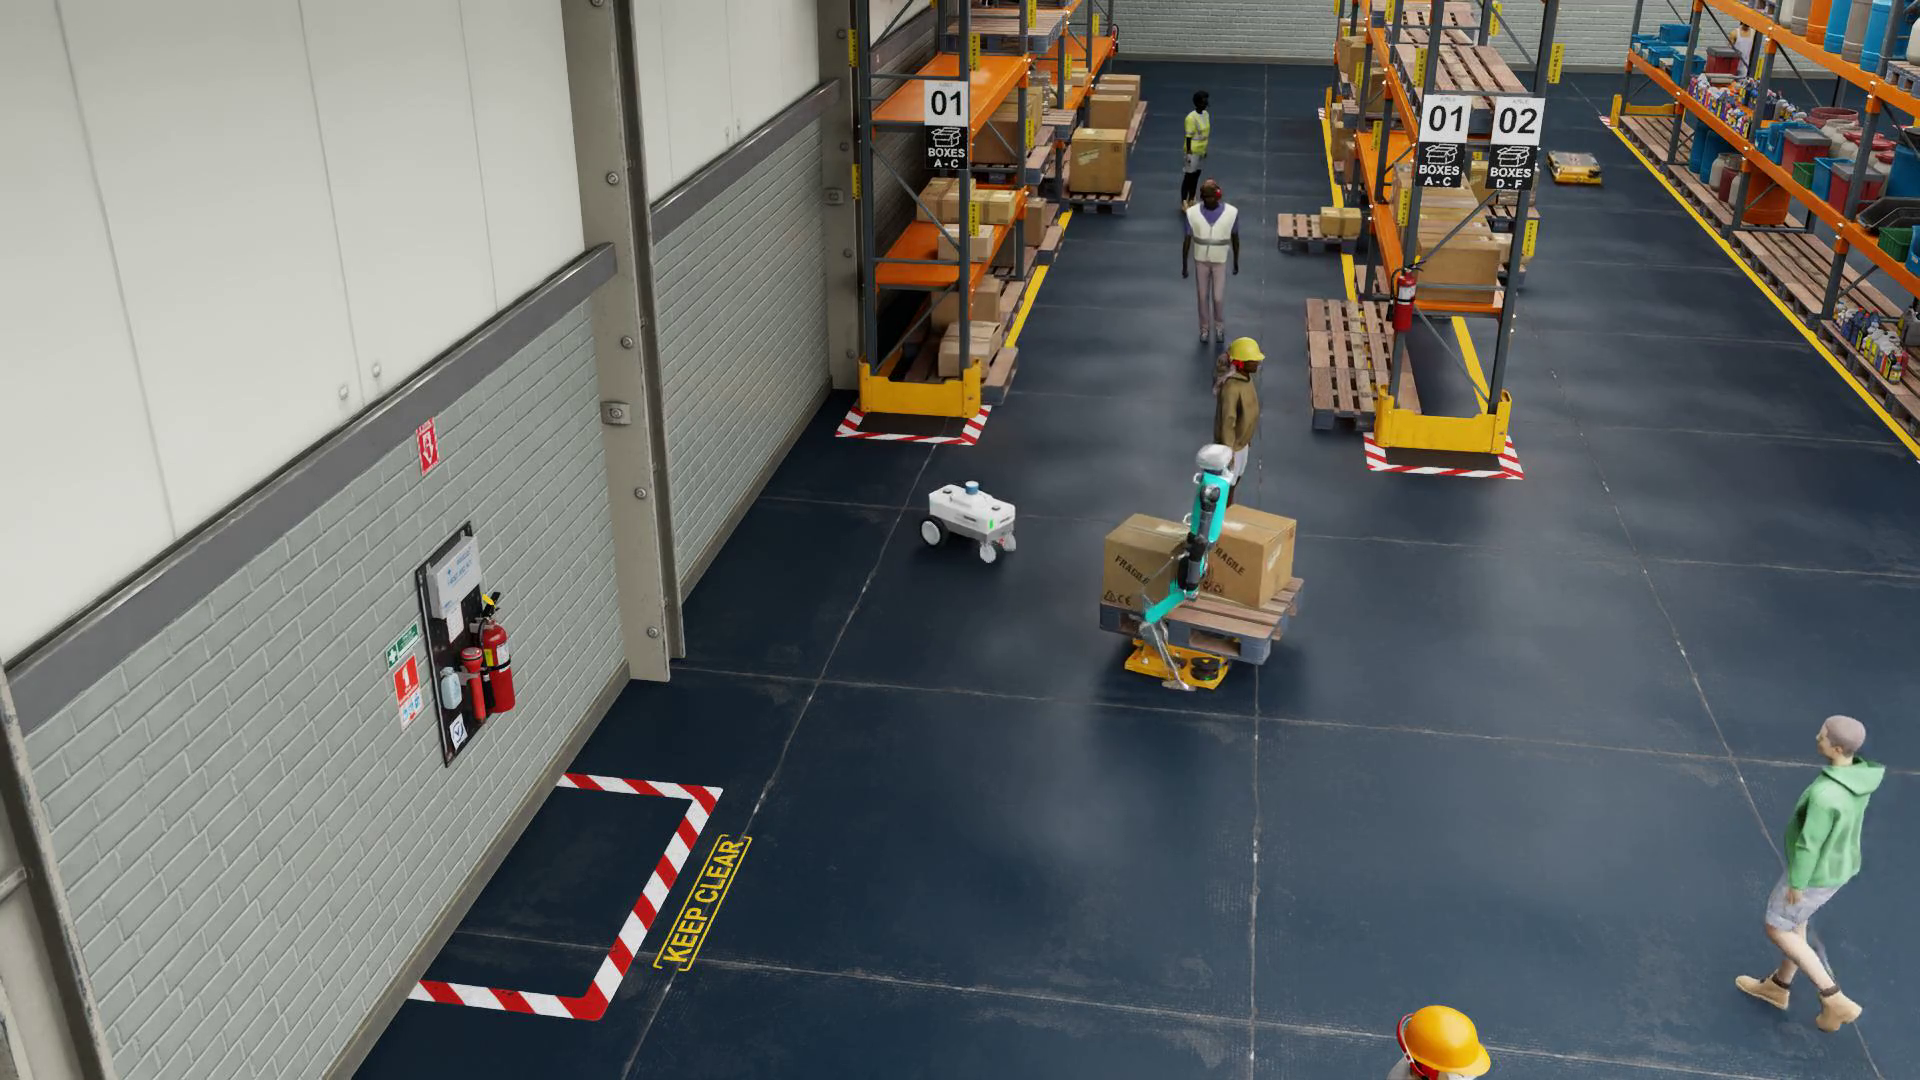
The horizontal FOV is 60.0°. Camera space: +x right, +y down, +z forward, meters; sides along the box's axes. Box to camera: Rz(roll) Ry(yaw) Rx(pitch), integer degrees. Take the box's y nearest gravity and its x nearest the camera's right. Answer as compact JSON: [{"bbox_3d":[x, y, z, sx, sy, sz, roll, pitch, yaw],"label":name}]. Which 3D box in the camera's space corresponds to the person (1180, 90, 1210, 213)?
[{"bbox_3d":[3.312,-5.445,23.323,0.320,1.695,0.536,17,30,32],"label":"person"}]

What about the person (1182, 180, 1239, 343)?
[{"bbox_3d":[2.702,-3.000,17.950,0.589,1.808,0.525,7,26,14],"label":"person"}]

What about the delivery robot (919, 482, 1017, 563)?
[{"bbox_3d":[0.092,-0.191,13.395,0.739,0.566,0.499,20,32,36],"label":"delivery robot"}]

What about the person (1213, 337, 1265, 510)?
[{"bbox_3d":[2.174,-0.776,13.250,0.401,1.764,0.544,12,27,23],"label":"person"}]

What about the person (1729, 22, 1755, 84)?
[{"bbox_3d":[13.865,-8.457,29.591,0.502,1.853,0.418,1,25,3],"label":"person"}]

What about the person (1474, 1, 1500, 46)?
[{"bbox_3d":[10.039,-9.389,31.734,0.832,1.713,0.542,8,26,16],"label":"person"}]

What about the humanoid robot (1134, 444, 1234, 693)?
[{"bbox_3d":[1.452,0.162,11.222,0.694,1.747,0.538,7,26,14],"label":"humanoid robot"}]

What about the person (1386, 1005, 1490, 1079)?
[{"bbox_3d":[1.662,2.477,6.150,0.386,1.891,0.560,13,28,25],"label":"person"}]

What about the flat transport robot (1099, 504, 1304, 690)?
[{"bbox_3d":[1.754,0.629,12.011,0.659,0.231,1.431,12,28,24],"label":"flat transport robot"}]

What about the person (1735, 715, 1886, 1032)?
[{"bbox_3d":[4.232,1.650,8.112,0.470,1.729,0.536,-19,31,-35],"label":"person"}]

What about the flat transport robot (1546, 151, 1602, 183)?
[{"bbox_3d":[9.468,-5.754,25.674,0.659,0.231,1.431,5,26,11],"label":"flat transport robot"}]
